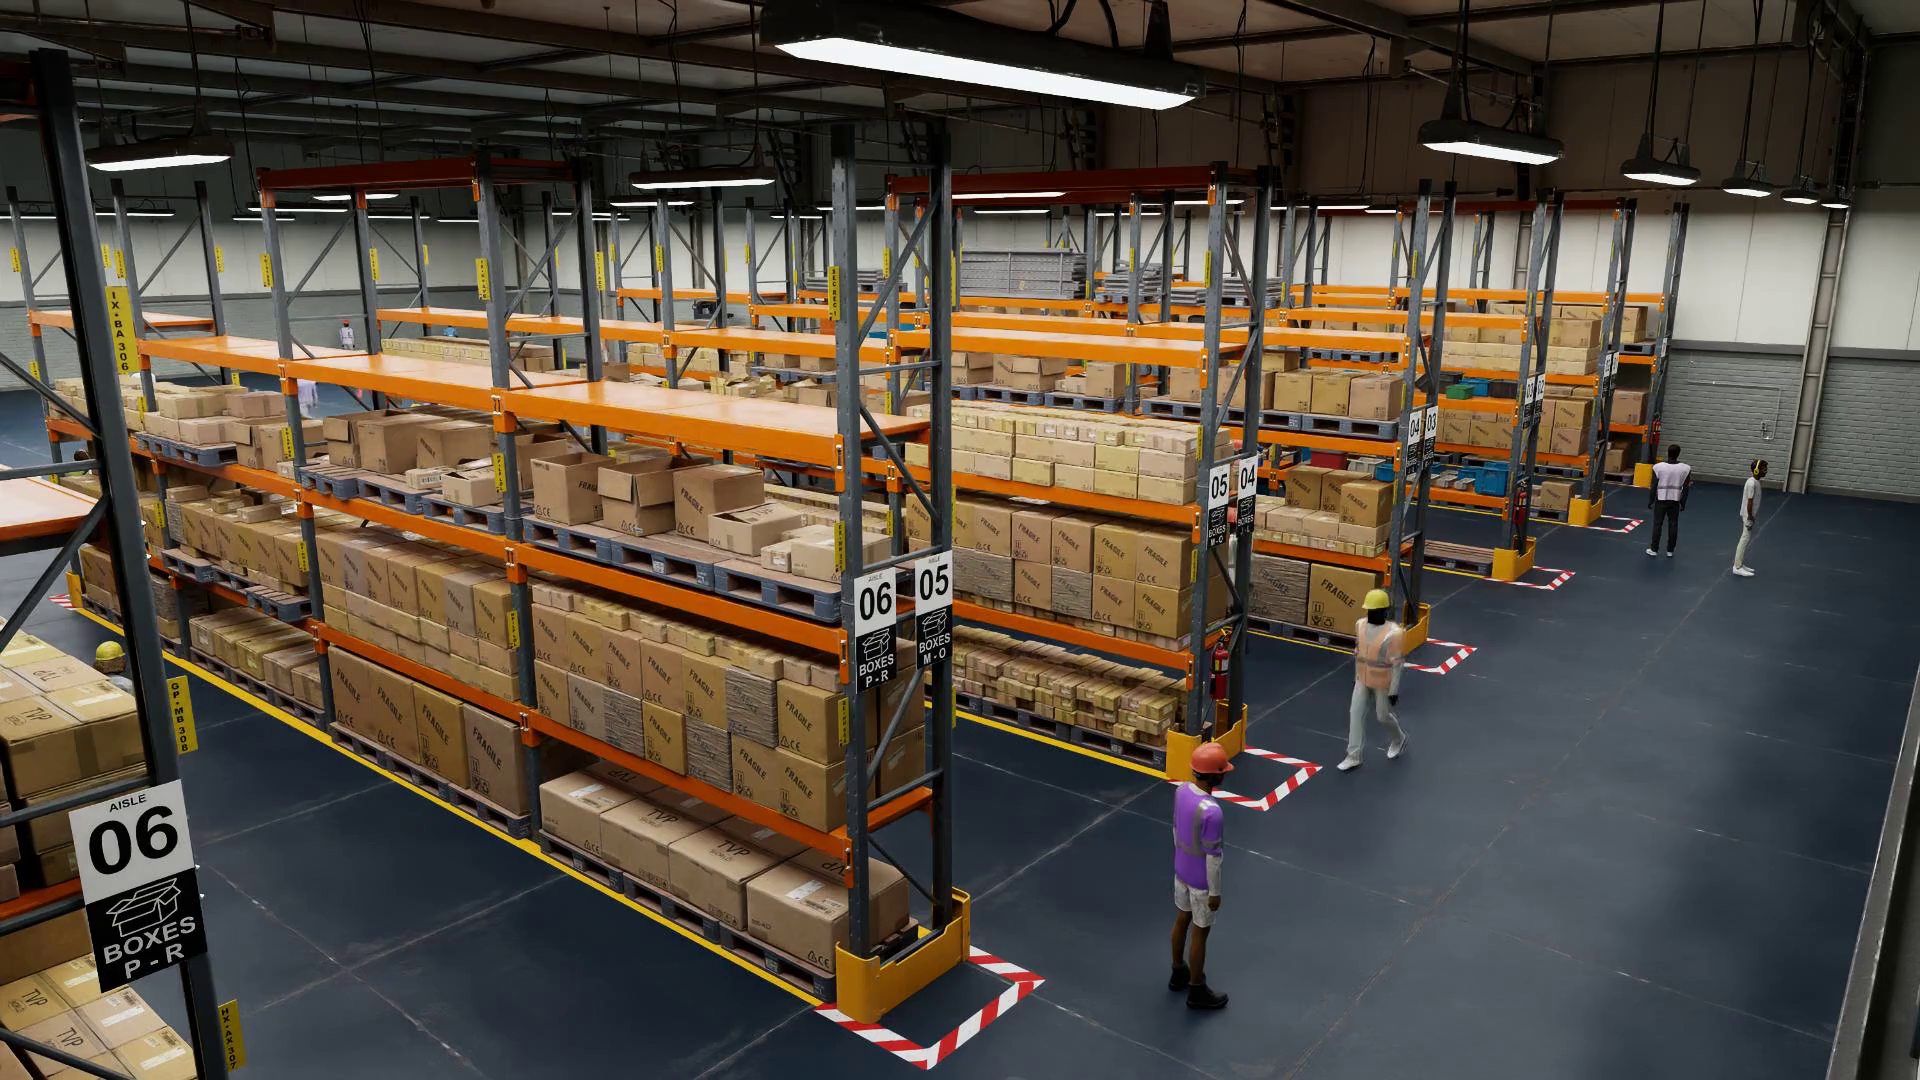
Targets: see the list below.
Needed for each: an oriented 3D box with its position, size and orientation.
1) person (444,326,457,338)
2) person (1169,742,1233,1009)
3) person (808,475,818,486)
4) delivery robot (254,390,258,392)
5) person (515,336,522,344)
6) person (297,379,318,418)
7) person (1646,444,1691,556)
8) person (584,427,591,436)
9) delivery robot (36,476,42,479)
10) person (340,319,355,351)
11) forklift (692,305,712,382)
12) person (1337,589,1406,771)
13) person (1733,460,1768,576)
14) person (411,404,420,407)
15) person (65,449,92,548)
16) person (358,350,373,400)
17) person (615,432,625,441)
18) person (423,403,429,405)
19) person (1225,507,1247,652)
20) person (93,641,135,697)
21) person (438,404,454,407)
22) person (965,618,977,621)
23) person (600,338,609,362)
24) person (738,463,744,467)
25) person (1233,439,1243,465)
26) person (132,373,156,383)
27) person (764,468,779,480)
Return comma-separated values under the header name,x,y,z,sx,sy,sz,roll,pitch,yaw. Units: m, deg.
name,x,y,z,sx,sy,sz,roll,pitch,yaw
person,-22.072,-8.639,54.630,0.540,1.695,0.317,-5,15,-20
person,1.712,2.348,8.931,0.377,1.938,0.547,-4,14,-17
person,-3.235,-2.075,27.114,0.637,1.935,0.716,-7,15,-26
delivery robot,-22.385,-4.544,40.058,0.707,0.478,0.477,-2,14,-9
person,-15.836,-6.377,45.059,0.953,1.844,0.667,9,17,34
person,-17.581,-3.647,33.663,0.843,1.909,0.647,6,15,25
person,12.035,-0.675,21.410,0.591,1.919,0.392,4,14,15
person,-9.468,-3.340,32.329,0.373,1.940,0.629,5,15,20
delivery robot,-19.662,-1.283,26.643,0.477,0.478,0.707,-9,16,-32
person,-25.350,-8.163,52.168,0.545,1.939,0.374,1,14,6
forklift,-9.511,-7.392,47.124,1.873,2.768,1.129,11,17,38
person,4.293,1.402,12.916,0.892,1.894,0.594,-9,16,-34
person,12.730,-0.370,20.254,0.316,1.870,0.531,9,16,32
person,-11.876,-2.121,27.667,0.299,1.772,0.533,-1,14,-4
person,-14.780,-0.628,21.375,0.635,1.842,0.429,-3,14,-14
person,-19.255,-5.273,40.742,0.534,1.710,0.930,2,14,10
person,-8.568,-3.170,31.693,0.631,1.920,0.765,-4,14,-16
person,-15.958,-4.647,37.776,0.650,1.905,0.404,-7,15,-26
person,3.480,0.502,16.610,0.908,1.897,0.563,11,18,39
person,-7.788,1.781,11.692,0.483,1.737,0.320,3,14,12
person,-12.488,-2.803,30.794,0.547,1.627,0.381,-9,16,-31
person,0.459,0.270,17.662,0.954,1.839,0.593,8,16,28
person,-14.397,-7.660,50.741,0.515,1.637,0.314,-4,14,-14
person,-5.039,-2.159,28.193,0.527,1.598,0.675,-11,17,-37
person,4.750,-0.755,21.578,0.394,1.992,0.622,11,18,38
person,-22.225,-3.906,34.435,0.605,2.045,0.378,-2,14,-7
person,-4.203,-2.154,27.750,0.648,1.797,0.941,1,14,6
